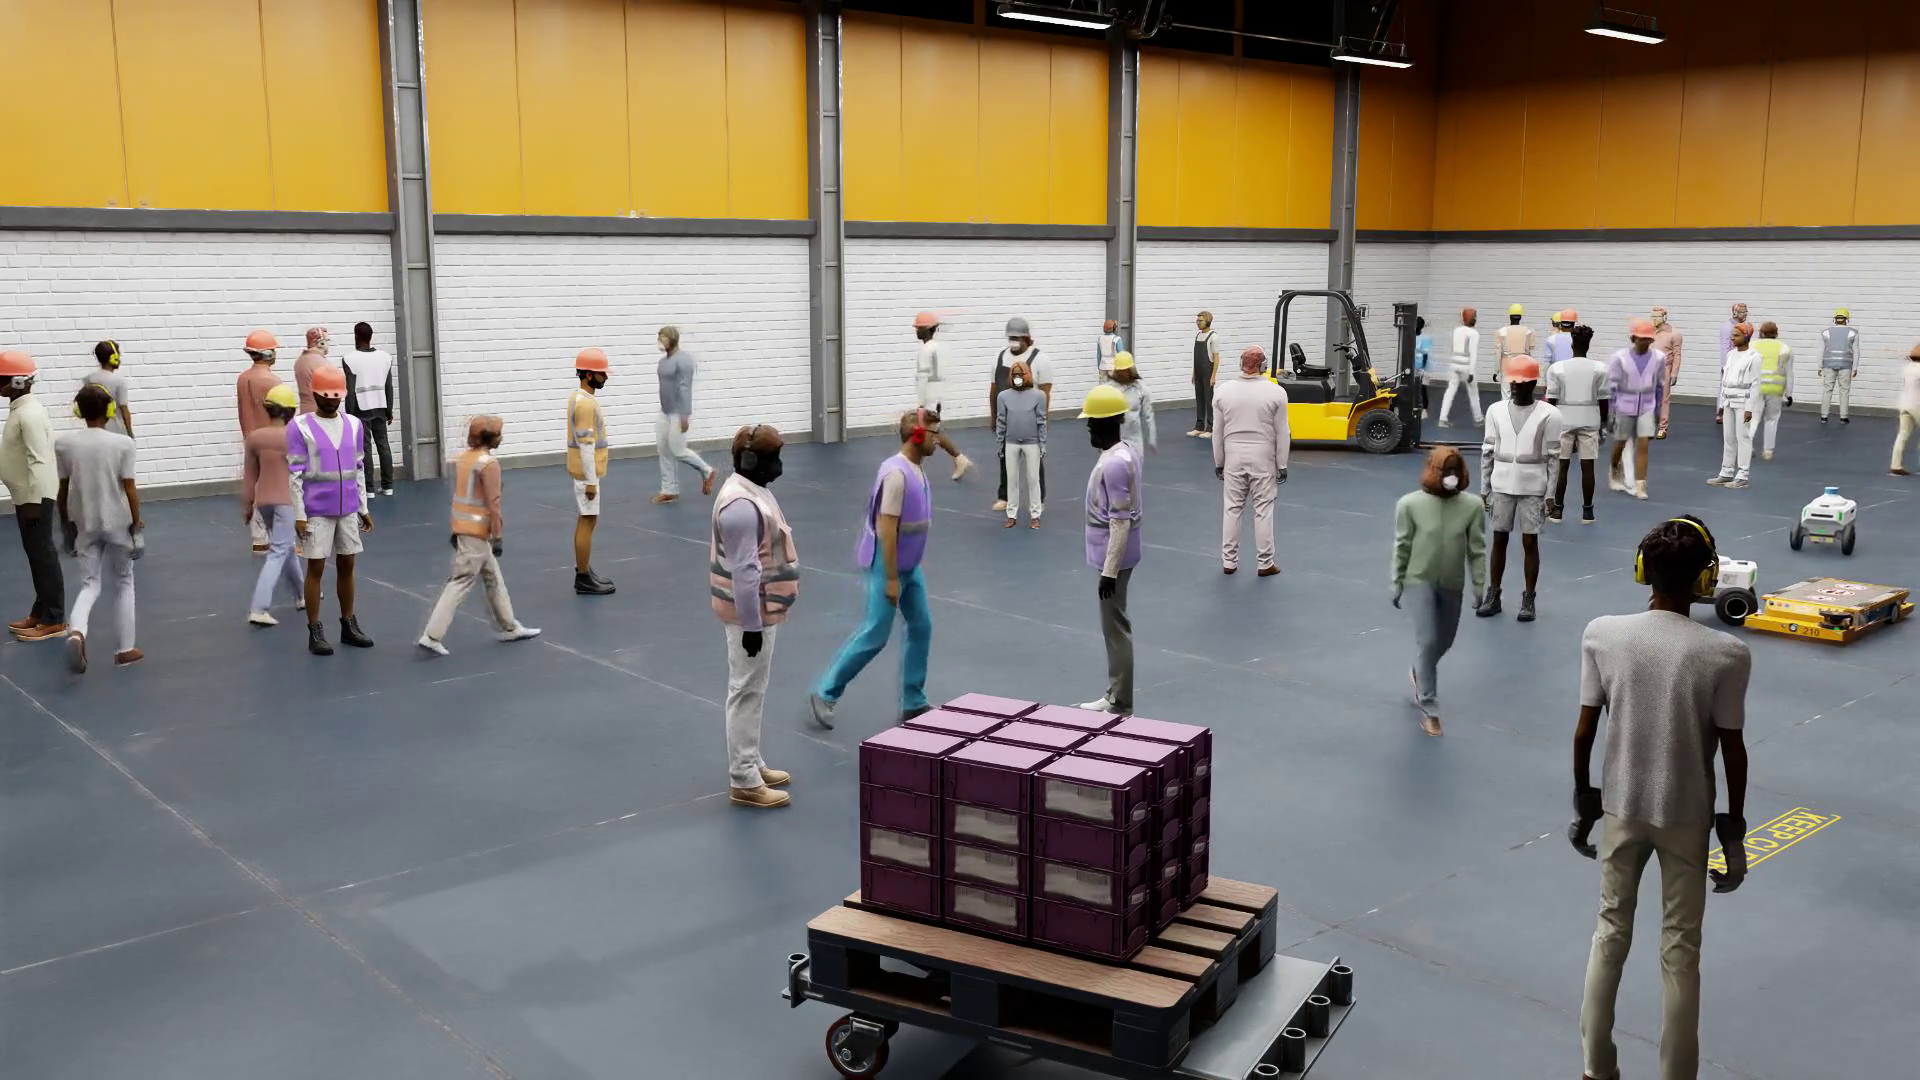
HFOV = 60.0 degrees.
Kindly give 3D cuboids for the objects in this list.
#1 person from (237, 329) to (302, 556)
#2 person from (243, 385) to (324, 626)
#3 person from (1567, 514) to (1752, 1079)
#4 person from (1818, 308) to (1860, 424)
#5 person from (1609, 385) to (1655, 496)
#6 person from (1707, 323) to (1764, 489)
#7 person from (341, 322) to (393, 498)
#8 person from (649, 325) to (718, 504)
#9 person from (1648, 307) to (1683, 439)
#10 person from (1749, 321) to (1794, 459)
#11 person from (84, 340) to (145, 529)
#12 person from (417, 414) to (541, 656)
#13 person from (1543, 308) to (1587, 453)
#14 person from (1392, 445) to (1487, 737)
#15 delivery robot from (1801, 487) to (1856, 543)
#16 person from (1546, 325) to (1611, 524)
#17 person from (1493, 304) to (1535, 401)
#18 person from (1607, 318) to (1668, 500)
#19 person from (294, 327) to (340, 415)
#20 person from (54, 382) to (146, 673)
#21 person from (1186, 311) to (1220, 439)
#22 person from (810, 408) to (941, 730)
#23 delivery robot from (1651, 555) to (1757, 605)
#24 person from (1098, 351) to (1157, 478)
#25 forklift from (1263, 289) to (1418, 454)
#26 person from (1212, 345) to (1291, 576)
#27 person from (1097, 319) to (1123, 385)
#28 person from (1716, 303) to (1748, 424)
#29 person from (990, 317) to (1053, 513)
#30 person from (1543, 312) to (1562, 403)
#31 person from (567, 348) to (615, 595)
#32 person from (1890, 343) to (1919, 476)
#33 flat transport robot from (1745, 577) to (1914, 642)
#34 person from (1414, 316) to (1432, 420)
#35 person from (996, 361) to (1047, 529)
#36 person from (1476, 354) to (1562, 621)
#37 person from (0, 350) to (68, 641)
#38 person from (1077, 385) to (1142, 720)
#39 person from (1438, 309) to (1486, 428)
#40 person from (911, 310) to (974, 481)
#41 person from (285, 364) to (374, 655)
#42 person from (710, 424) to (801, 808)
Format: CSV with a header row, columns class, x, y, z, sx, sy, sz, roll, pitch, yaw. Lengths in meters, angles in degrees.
class,x,y,z,sx,sy,sz,roll,pitch,yaw
person,-6.071,-0.841,14.592,0.613,1.997,0.374,7,12,34
person,-4.914,-0.261,12.034,0.509,1.710,0.949,3,10,18
person,2.127,0.849,5.068,0.531,1.870,0.317,8,12,39
person,13.860,-2.745,26.247,0.586,1.824,0.403,6,12,33
person,7.473,-1.316,18.496,0.533,1.613,0.702,-3,10,-16
person,8.856,-1.528,18.950,0.355,1.882,0.576,-2,10,-12
person,-6.469,-1.422,18.220,0.375,1.917,0.598,7,12,36
person,-2.987,-1.339,17.748,0.666,1.914,0.634,-8,12,-38
person,10.049,-2.410,24.042,0.404,1.906,0.651,-9,13,-42
person,10.374,-1.915,21.449,0.660,1.811,0.765,5,11,27
person,-8.025,-0.959,15.707,0.548,1.855,0.659,3,10,19
person,-3.266,-0.039,11.080,0.870,1.593,0.555,-6,12,-34
person,8.114,-2.134,22.333,0.546,1.939,0.375,5,11,27
person,2.683,0.242,9.418,0.508,1.609,0.765,0,10,-2
delivery robot,7.824,-0.232,14.968,0.477,0.478,0.707,7,12,36
person,6.083,-1.137,16.414,0.602,1.966,0.368,3,10,17
person,8.240,-2.549,24.795,0.589,1.927,0.388,1,10,4
person,7.400,-1.465,18.317,0.629,1.994,0.953,2,10,9
person,-6.679,-1.272,17.405,0.399,1.905,0.646,-9,13,-42
person,-5.442,-0.064,10.502,0.517,1.848,0.714,-1,10,-6
person,3.540,-2.396,24.136,0.335,1.845,0.513,-6,11,-29
person,-0.444,0.155,9.358,0.748,1.808,0.603,2,10,14
delivery robot,5.408,0.254,12.122,0.707,0.478,0.477,4,11,23
person,1.623,-0.962,16.087,0.590,1.717,0.429,1,10,6
forklift,5.034,-2.339,22.783,2.313,2.155,1.214,3,10,16
person,2.410,-0.650,13.740,0.646,1.908,0.408,4,11,23
person,2.400,-2.709,26.566,0.514,1.642,0.307,9,13,42
person,12.163,-2.759,26.084,0.652,1.906,0.402,-8,12,-38
person,0.588,-1.289,17.086,0.692,2.000,0.537,5,11,27
person,9.377,-2.705,26.185,0.330,1.765,0.533,3,10,16
person,-2.871,-0.534,12.999,0.383,1.930,0.539,-3,10,-15
person,11.510,-1.558,19.893,0.664,1.605,0.513,0,10,-2
flat transport robot,6.247,0.478,11.912,1.431,0.197,0.652,-9,13,-43
person,7.322,-2.764,26.772,0.576,1.679,0.543,-5,11,-26
person,0.594,-0.918,16.132,0.503,1.627,0.290,2,10,14
person,4.032,-0.373,12.033,0.552,1.932,0.377,6,12,33
person,-6.426,-0.308,11.476,0.382,1.995,0.612,-7,12,-36
person,0.831,0.095,9.323,0.372,1.923,0.594,1,10,6
person,7.743,-2.626,25.536,0.978,1.840,0.594,-6,11,-30
person,-0.307,-1.678,19.470,0.940,2.012,0.617,2,10,10
person,-4.177,-0.207,11.085,0.375,1.927,0.543,8,13,40
person,-0.984,0.355,8.048,0.428,1.840,0.631,-1,10,-4
